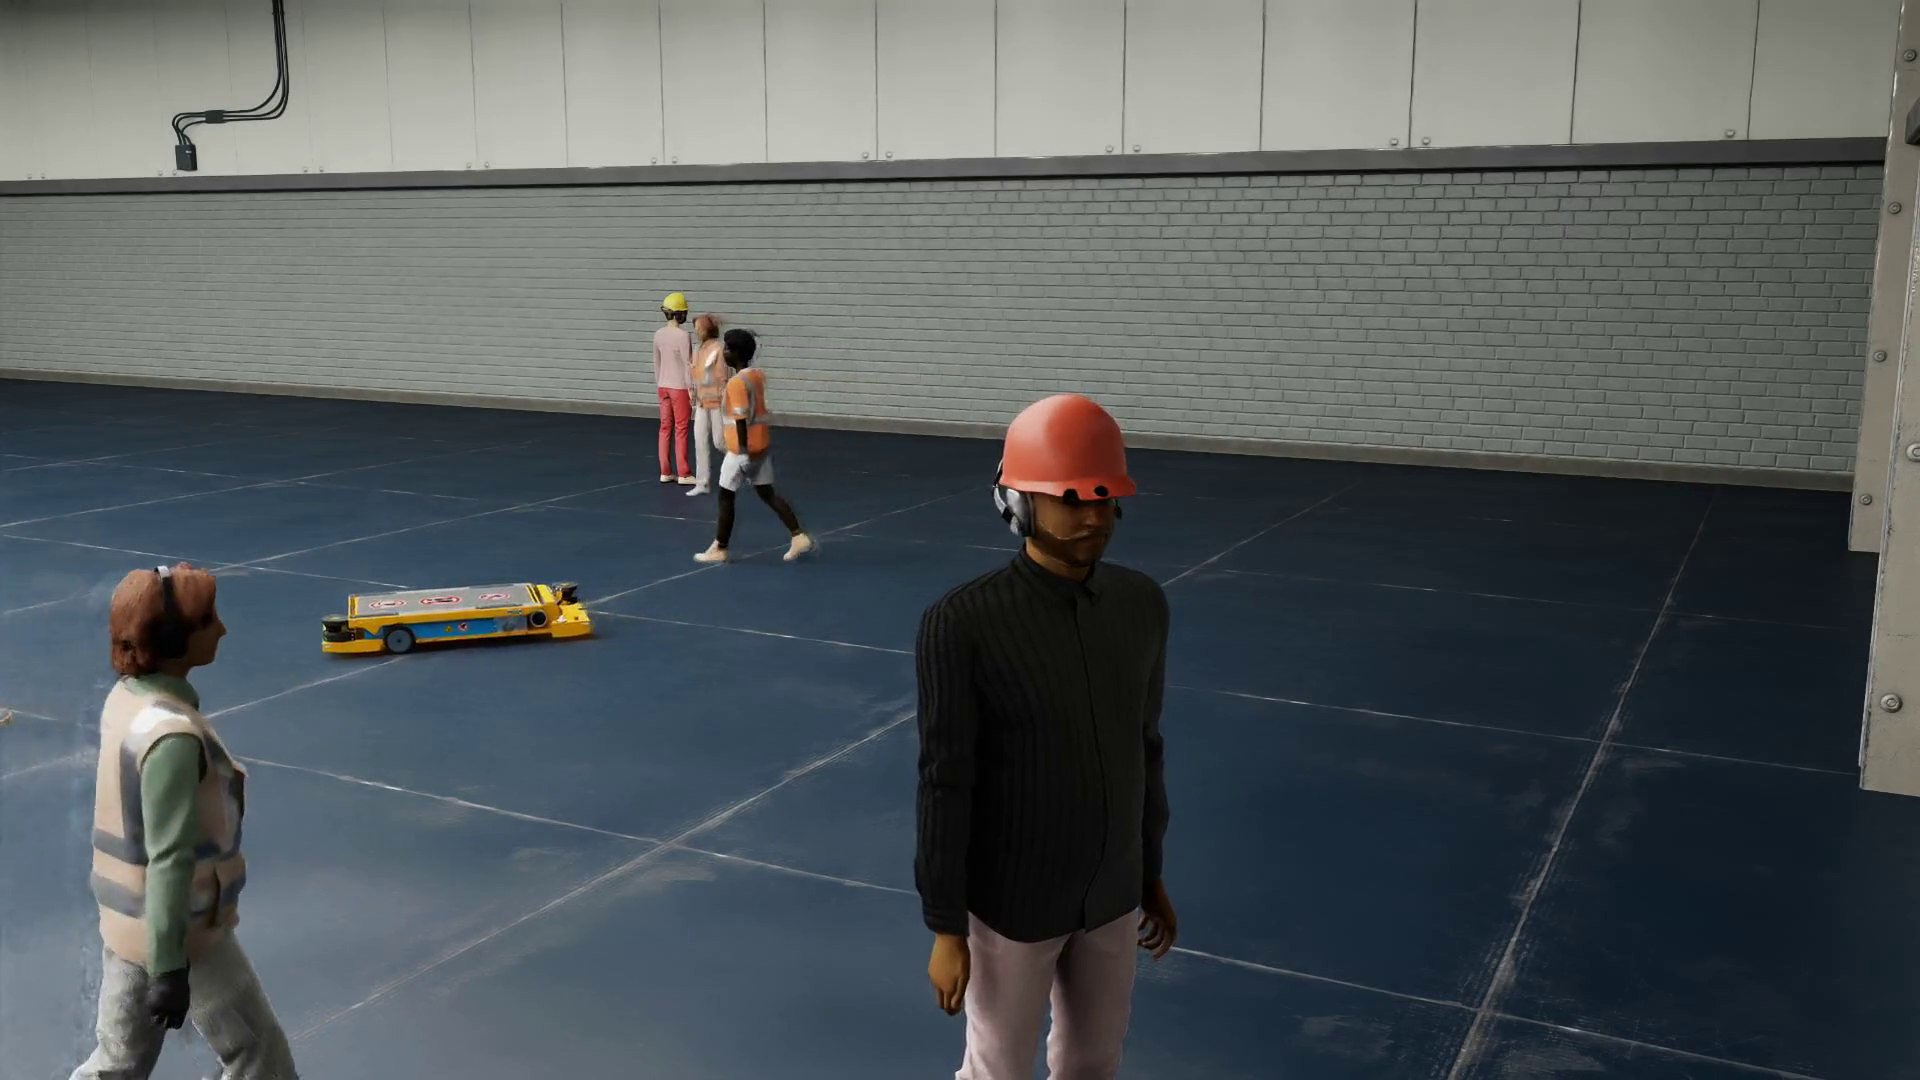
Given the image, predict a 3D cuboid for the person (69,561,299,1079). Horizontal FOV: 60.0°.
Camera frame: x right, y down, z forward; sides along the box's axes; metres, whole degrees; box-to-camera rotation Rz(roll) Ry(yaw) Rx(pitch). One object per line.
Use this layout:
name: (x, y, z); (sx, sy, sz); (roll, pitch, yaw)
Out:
person: (-1.774, 0.845, 3.632); (0.824, 1.608, 0.538); (-7, 13, -35)

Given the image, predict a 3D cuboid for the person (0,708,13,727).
person: (-4.672, -0.071, 7.587); (0.630, 1.978, 0.474); (9, 14, 40)

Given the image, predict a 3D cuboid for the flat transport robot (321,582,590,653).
flat transport robot: (-2.887, 0.431, 9.522); (1.431, 0.197, 0.652); (-4, 11, -19)

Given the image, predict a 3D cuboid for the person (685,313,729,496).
person: (-2.132, -1.207, 14.772); (0.639, 1.621, 0.524); (-9, 14, -41)

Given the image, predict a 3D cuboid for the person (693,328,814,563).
person: (-1.430, -0.646, 11.608); (0.834, 1.667, 0.545); (2, 11, 10)

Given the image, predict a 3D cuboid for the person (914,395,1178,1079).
person: (0.190, 0.704, 3.330); (0.622, 1.994, 0.381); (-8, 13, -35)

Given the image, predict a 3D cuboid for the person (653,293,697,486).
person: (-2.610, -1.384, 15.343); (0.523, 1.769, 0.313); (9, 14, 41)
